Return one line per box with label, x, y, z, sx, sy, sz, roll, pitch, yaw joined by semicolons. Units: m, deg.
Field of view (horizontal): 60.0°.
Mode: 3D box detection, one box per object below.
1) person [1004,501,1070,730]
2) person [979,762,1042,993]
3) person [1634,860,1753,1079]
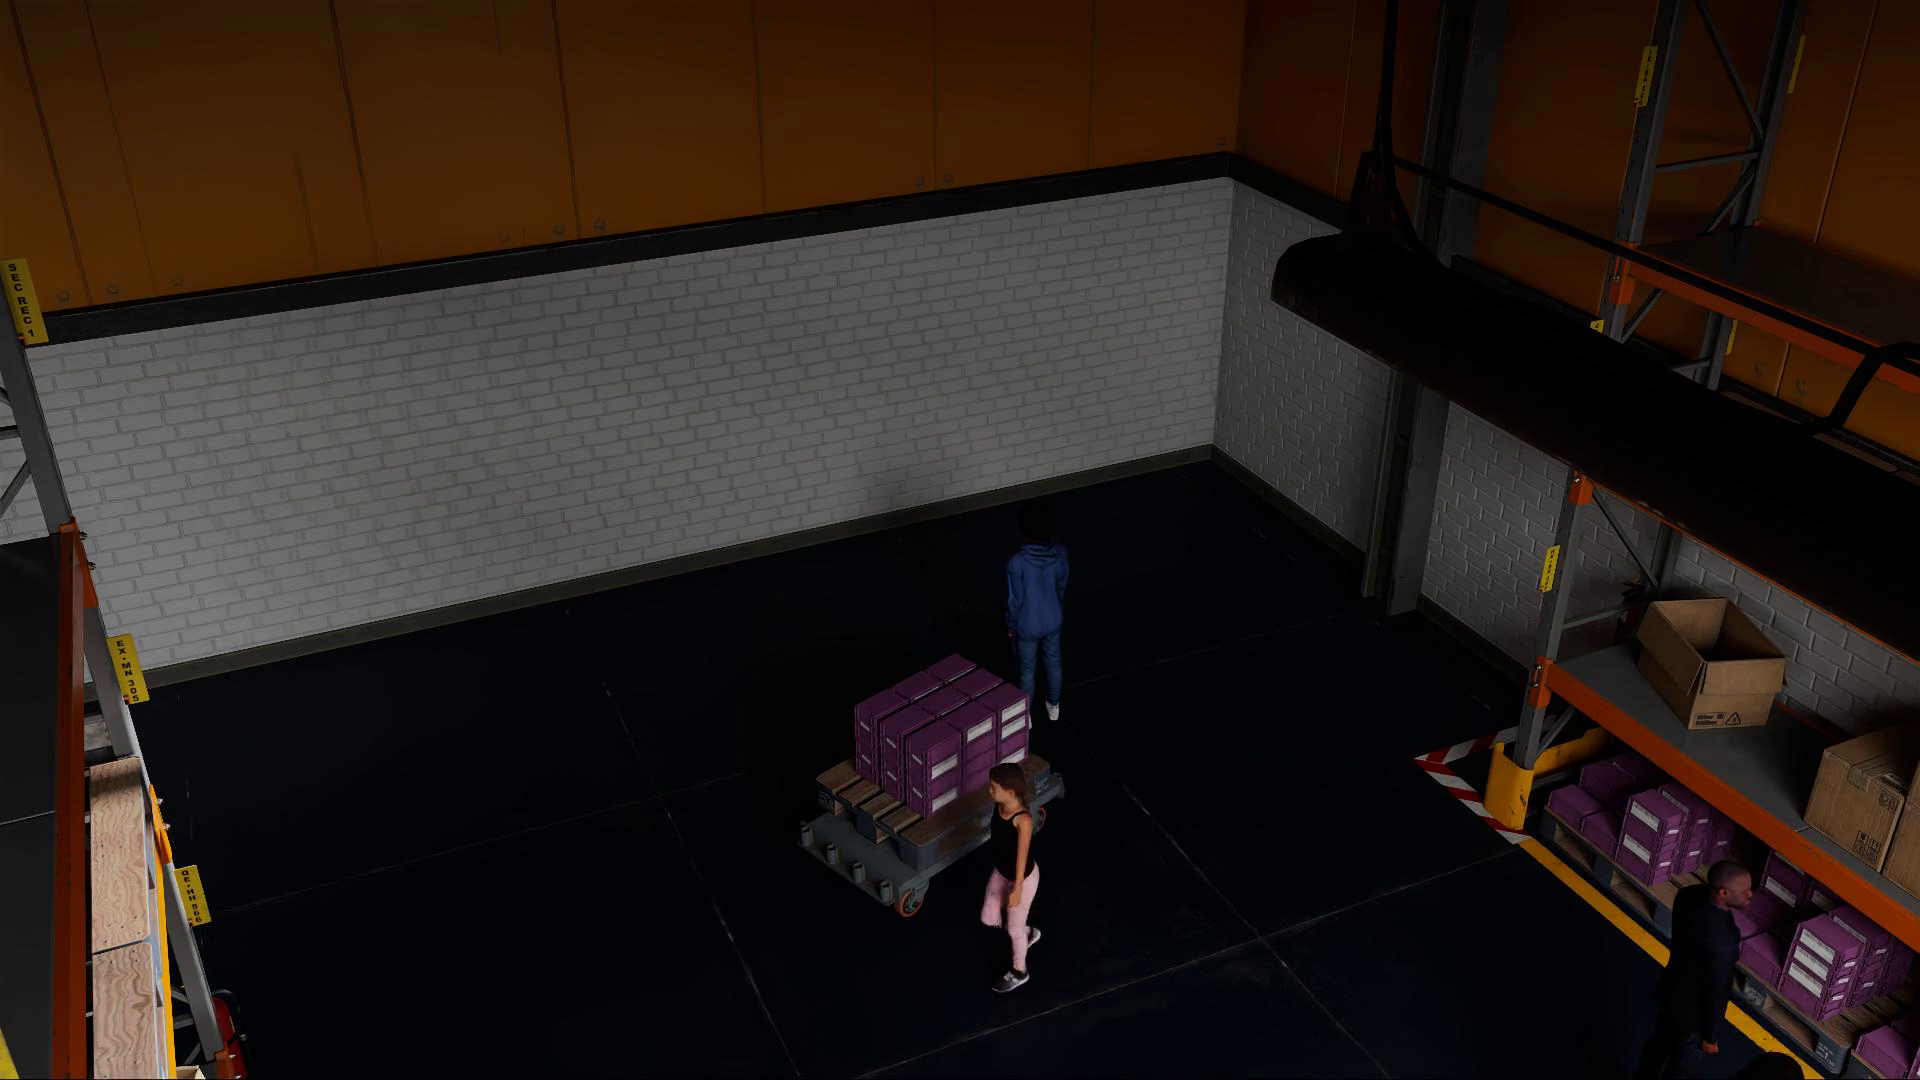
person;0.554;0.543;12.046;0.661;1.811;0.547;-13;31;-22
person;0.368;1.941;9.754;0.650;1.552;0.615;-18;33;-29
person;3.777;2.404;8.628;0.848;1.818;0.723;2;29;4
